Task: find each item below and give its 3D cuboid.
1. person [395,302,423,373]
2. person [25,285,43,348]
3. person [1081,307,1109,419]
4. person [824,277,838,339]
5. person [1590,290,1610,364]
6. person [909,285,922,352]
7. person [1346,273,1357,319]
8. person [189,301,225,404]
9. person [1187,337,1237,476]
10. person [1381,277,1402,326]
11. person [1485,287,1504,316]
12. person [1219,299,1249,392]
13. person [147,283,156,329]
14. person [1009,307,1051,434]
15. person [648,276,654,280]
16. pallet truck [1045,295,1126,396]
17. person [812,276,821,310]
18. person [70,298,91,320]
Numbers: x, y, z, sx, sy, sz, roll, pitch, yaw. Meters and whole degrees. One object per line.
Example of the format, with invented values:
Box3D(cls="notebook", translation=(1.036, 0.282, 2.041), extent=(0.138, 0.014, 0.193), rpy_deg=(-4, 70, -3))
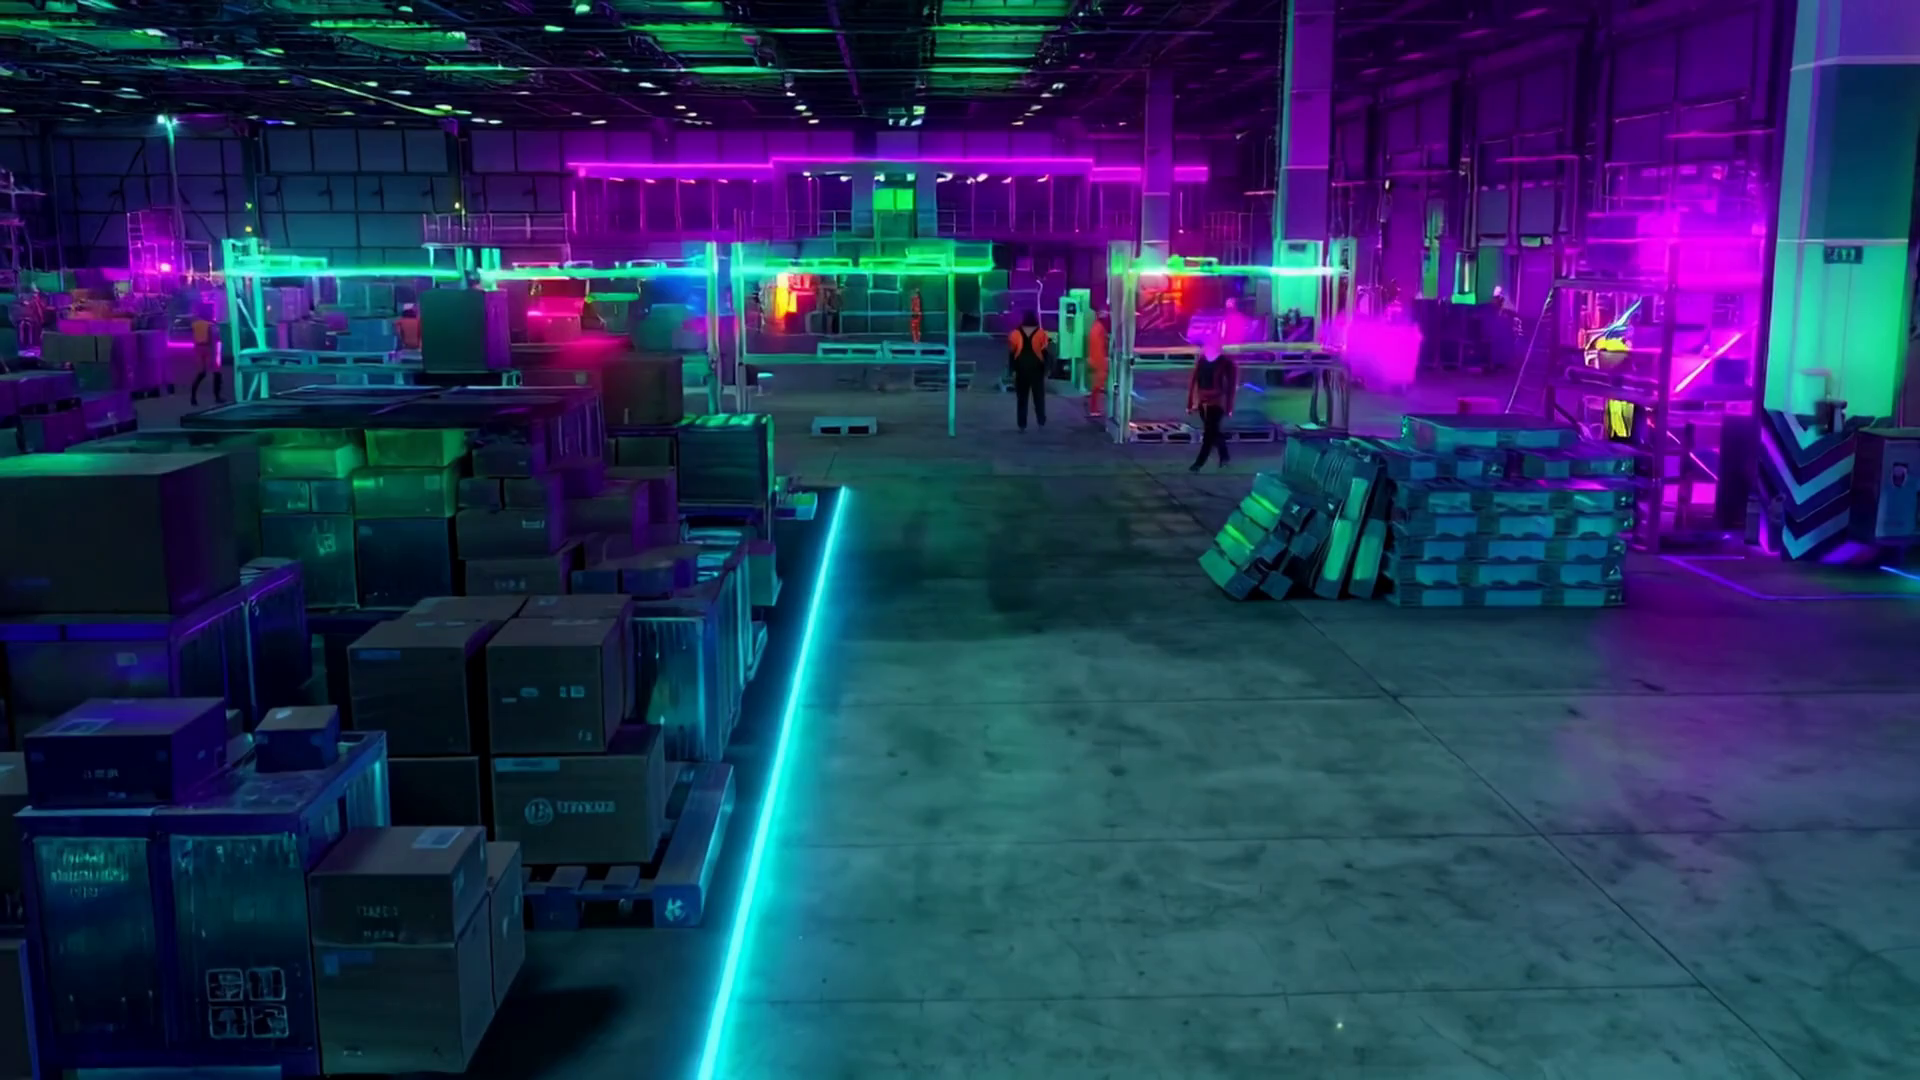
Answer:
Box3D(cls="person", translation=(-10.046, -3.390, 30.497), extent=(0.550, 1.933, 0.373), rpy_deg=(-4, 11, -20))
Box3D(cls="person", translation=(-26.397, -6.374, 47.479), extent=(0.587, 1.816, 0.421), rpy_deg=(6, 12, 32))
Box3D(cls="person", translation=(2.385, -3.034, 28.537), extent=(0.424, 1.923, 0.640), rpy_deg=(2, 10, 9))
Box3D(cls="person", translation=(-4.031, -7.224, 51.878), extent=(0.375, 1.928, 0.542), rpy_deg=(-5, 11, -27))
Box3D(cls="person", translation=(16.020, -5.381, 41.423), extent=(0.378, 1.995, 0.609), rpy_deg=(-1, 10, -8))
Box3D(cls="person", translation=(-1.191, -5.842, 44.340), extent=(0.350, 1.878, 0.567), rpy_deg=(-3, 11, -18))
Box3D(cls="person", translation=(15.503, -9.647, 65.668), extent=(0.435, 1.842, 0.630), rpy_deg=(-5, 11, -27))
Box3D(cls="person", translation=(-14.078, -3.484, 31.015), extent=(0.629, 1.945, 0.780), rpy_deg=(2, 10, 9))
Box3D(cls="person", translation=(3.319, -1.767, 21.879), extent=(0.979, 1.799, 0.633), rpy_deg=(-9, 14, -42))
Box3D(cls="person", translation=(13.816, -7.451, 53.226), extent=(0.657, 1.893, 0.994), rpy_deg=(3, 11, 17))
Box3D(cls="person", translation=(14.513, -5.962, 45.174), extent=(0.517, 1.821, 0.997), rpy_deg=(5, 11, 25))
Box3D(cls="person", translation=(5.575, -3.971, 33.892), extent=(0.585, 1.887, 0.964), rpy_deg=(-9, 13, -40))
Box3D(cls="person", translation=(-25.618, -7.263, 52.686), extent=(0.489, 1.720, 0.734), rpy_deg=(3, 10, 14))
Box3D(cls="person", translation=(1.135, -2.737, 26.570), extent=(0.693, 2.000, 1.006), rpy_deg=(2, 10, 13))
Box3D(cls="person", translation=(-11.104, -8.760, 60.648), extent=(0.818, 1.861, 0.585), rpy_deg=(-3, 11, -15))
Box3D(cls="pallet truck", translation=(2.483, -3.881, 33.060), extent=(1.885, 1.965, 0.823), rpy_deg=(-7, 13, -36))
Box3D(cls="person", translation=(-4.920, -8.347, 58.417), extent=(0.731, 1.821, 0.547), rpy_deg=(1, 10, 7))
Box3D(cls="person", translation=(-18.841, -4.307, 35.854), extent=(0.555, 1.846, 0.628), rpy_deg=(2, 10, 10))
